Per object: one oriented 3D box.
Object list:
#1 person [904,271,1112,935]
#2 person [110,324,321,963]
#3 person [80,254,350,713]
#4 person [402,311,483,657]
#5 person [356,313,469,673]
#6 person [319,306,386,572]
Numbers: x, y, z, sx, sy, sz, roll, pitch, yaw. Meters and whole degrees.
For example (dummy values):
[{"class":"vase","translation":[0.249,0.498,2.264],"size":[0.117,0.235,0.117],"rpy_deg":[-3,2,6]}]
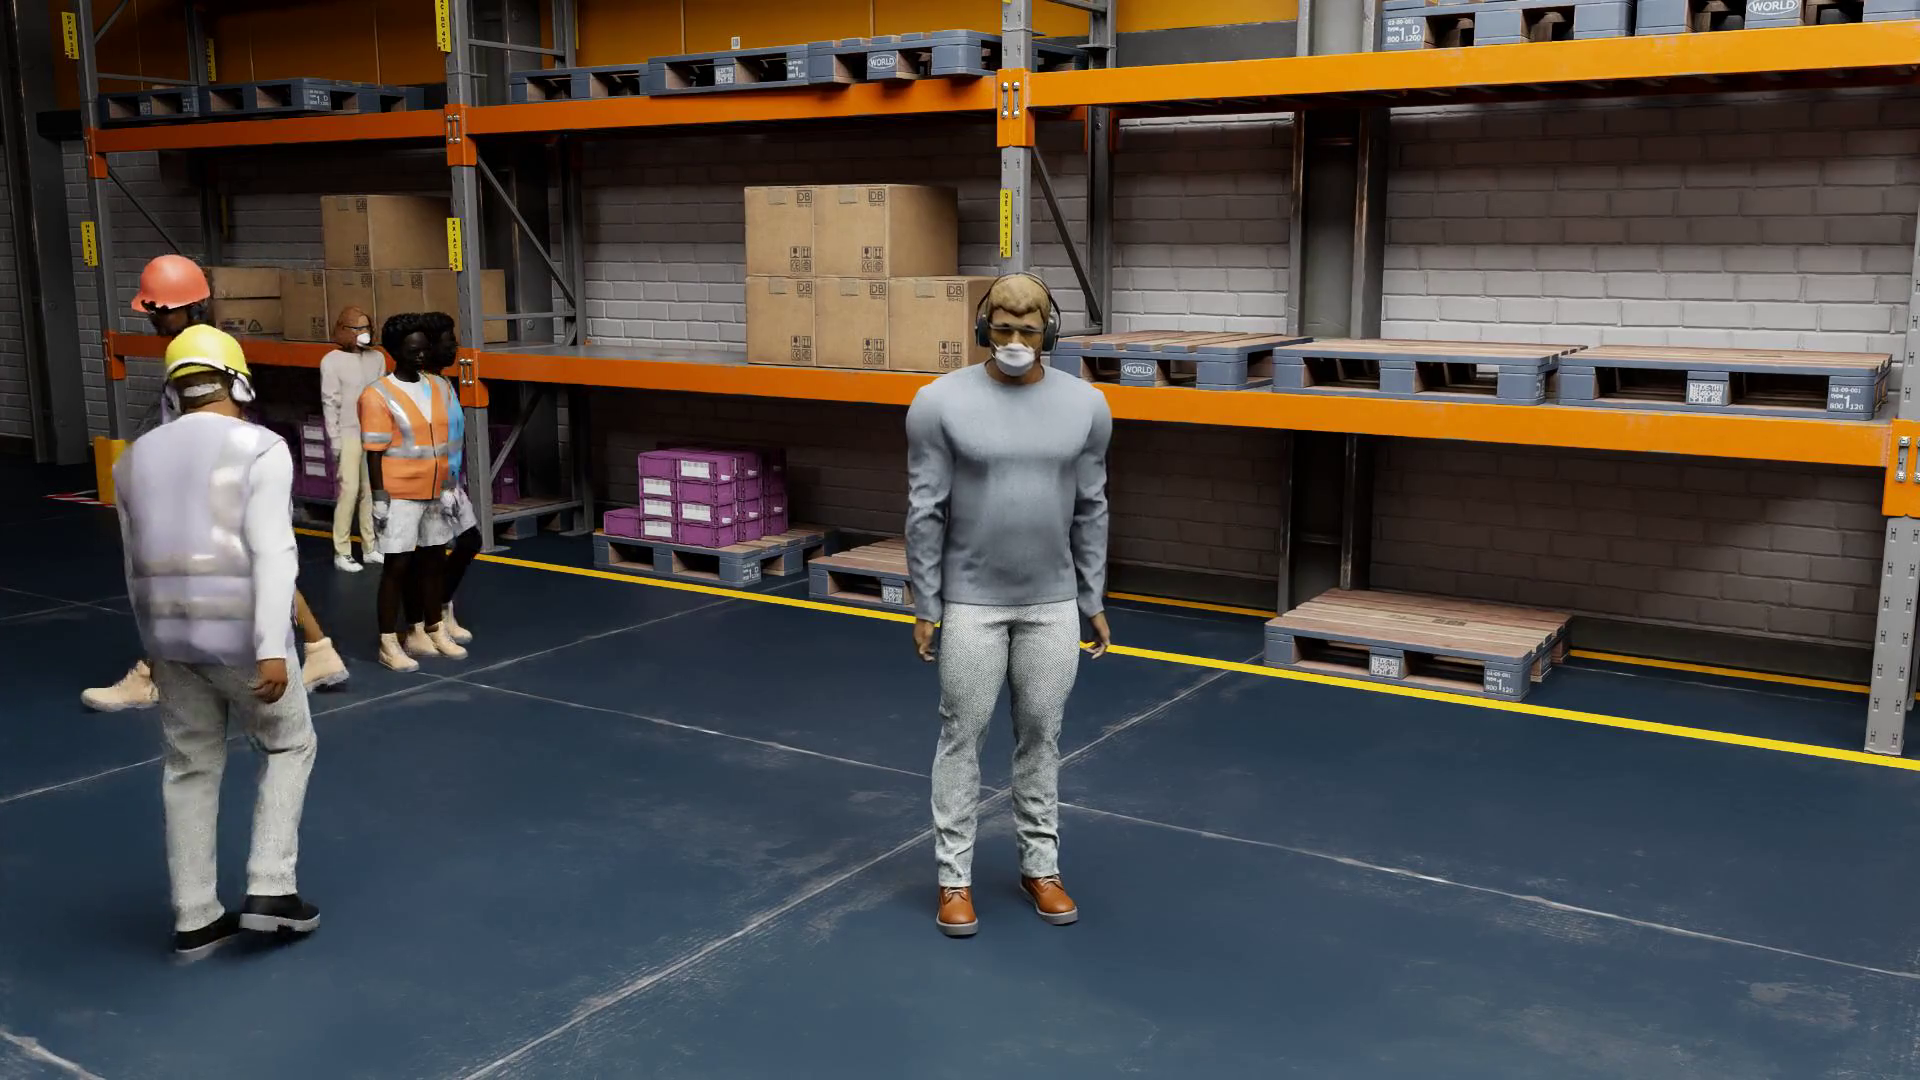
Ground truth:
[{"class":"person","translation":[0.148,0.189,4.883],"size":[0.627,1.934,0.370],"rpy_deg":[-3,11,-14]},{"class":"person","translation":[-2.123,0.286,4.780],"size":[0.619,1.778,0.589],"rpy_deg":[2,11,13]},{"class":"person","translation":[-3.225,-0.236,7.164],"size":[1.099,1.965,0.670],"rpy_deg":[-3,11,-17]},{"class":"person","translation":[-2.544,-0.260,8.069],"size":[0.420,1.682,0.535],"rpy_deg":[0,10,2]},{"class":"person","translation":[-2.584,-0.221,7.845],"size":[0.320,1.688,0.534],"rpy_deg":[5,12,28]},{"class":"person","translation":[-3.701,-0.615,10.243],"size":[0.280,1.610,0.503],"rpy_deg":[5,11,24]}]
